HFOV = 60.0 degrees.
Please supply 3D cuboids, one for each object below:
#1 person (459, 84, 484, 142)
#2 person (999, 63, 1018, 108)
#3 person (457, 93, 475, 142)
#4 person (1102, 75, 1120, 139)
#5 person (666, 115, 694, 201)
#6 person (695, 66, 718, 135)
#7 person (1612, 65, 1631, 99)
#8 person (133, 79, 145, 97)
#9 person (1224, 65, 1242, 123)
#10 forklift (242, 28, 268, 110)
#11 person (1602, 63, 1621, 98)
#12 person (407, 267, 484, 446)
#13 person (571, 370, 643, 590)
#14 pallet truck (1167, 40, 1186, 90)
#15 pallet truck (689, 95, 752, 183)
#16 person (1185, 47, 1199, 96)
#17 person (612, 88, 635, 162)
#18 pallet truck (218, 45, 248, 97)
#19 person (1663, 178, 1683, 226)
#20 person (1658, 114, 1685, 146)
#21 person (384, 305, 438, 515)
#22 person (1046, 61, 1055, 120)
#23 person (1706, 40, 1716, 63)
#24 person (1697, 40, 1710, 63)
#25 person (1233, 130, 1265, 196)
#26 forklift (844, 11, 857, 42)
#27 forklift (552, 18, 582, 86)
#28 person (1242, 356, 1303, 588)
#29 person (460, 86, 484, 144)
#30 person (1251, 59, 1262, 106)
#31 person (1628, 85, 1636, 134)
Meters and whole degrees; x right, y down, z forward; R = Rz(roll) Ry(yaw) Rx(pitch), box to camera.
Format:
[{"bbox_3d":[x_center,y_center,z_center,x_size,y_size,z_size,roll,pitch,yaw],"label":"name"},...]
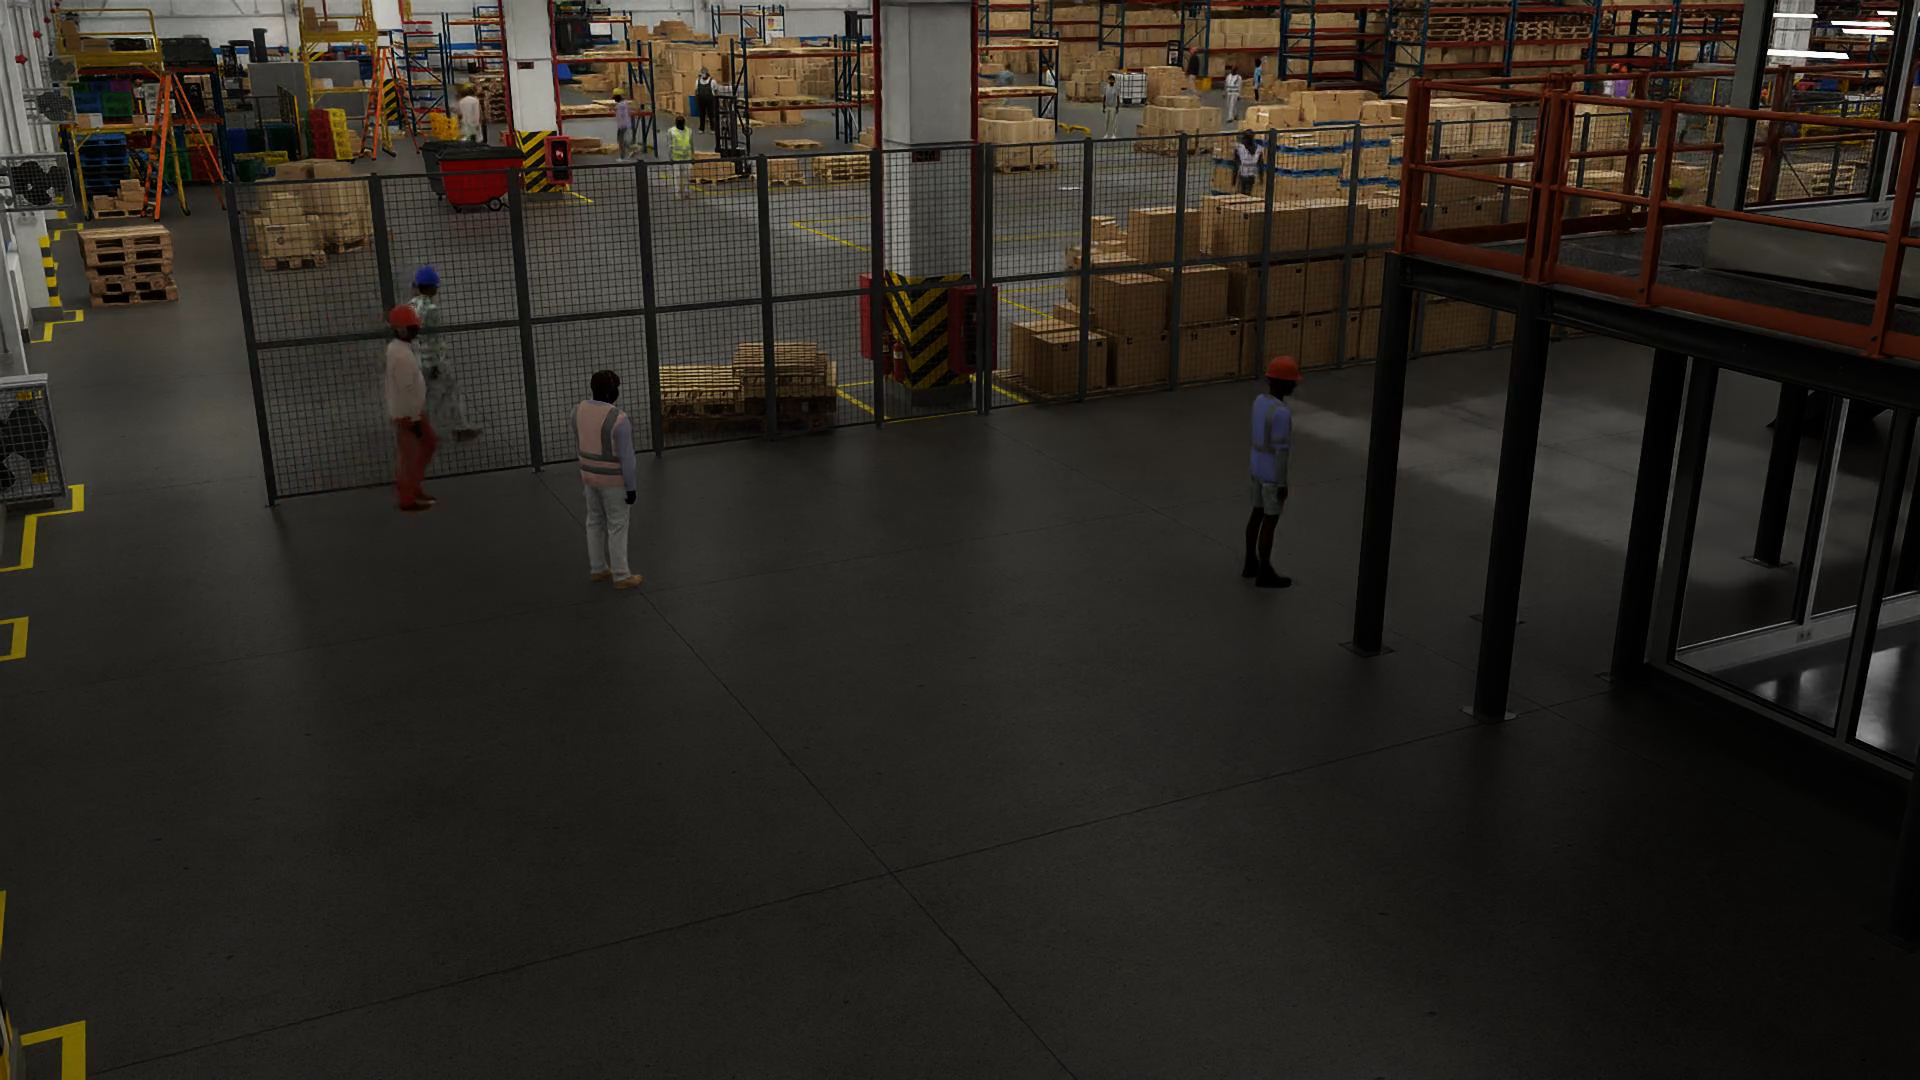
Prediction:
[{"bbox_3d":[-13.453,-11.593,45.785,0.593,1.882,0.863,4,19,12],"label":"person"},{"bbox_3d":[1.631,-14.955,55.543,1.043,1.873,0.655,-12,23,-32],"label":"person"},{"bbox_3d":[-13.357,-11.280,45.155,0.532,1.697,0.322,3,19,10],"label":"person"},{"bbox_3d":[4.513,-12.955,49.772,0.510,1.860,0.333,7,20,20],"label":"person"},{"bbox_3d":[-6.128,-8.420,36.652,0.624,1.841,0.430,-12,22,-31],"label":"person"},{"bbox_3d":[-7.780,-13.456,50.946,0.684,2.000,0.535,2,19,7],"label":"person"},{"bbox_3d":[21.512,-14.479,54.108,0.550,1.911,0.650,12,23,32],"label":"person"},{"bbox_3d":[-25.312,-13.404,51.420,0.521,1.632,0.313,6,20,17],"label":"person"},{"bbox_3d":[9.043,-14.738,54.935,0.588,1.861,0.698,18,26,42],"label":"person"},{"bbox_3d":[-24.981,-16.906,59.677,1.873,2.768,1.129,-9,21,-25],"label":"forklift"},{"bbox_3d":[21.563,-14.847,55.189,0.629,1.901,0.552,-16,24,-38],"label":"person"},{"bbox_3d":[-5.587,-1.982,17.864,0.840,1.915,0.622,-17,26,-41],"label":"person"},{"bbox_3d":[-2.889,-0.499,13.707,0.619,1.836,0.431,12,23,32],"label":"person"},{"bbox_3d":[9.045,-19.971,69.895,0.823,1.965,1.885,-3,19,-8],"label":"pallet truck"},{"bbox_3d":[-5.836,-9.608,39.856,0.823,1.965,1.885,10,22,27],"label":"pallet truck"},{"bbox_3d":[8.888,-18.048,64.356,0.809,1.965,0.650,13,23,34],"label":"person"},{"bbox_3d":[-8.925,-10.937,43.828,0.447,1.909,0.597,1,19,4],"label":"person"},{"bbox_3d":[-28.879,-18.665,66.111,0.823,1.965,1.885,-3,19,-9],"label":"pallet truck"},{"bbox_3d":[11.479,-5.005,26.975,0.915,1.694,0.502,5,20,15],"label":"person"},{"bbox_3d":[17.027,-9.601,39.964,0.625,1.911,0.995,-6,20,-16],"label":"person"},{"bbox_3d":[-5.107,-1.206,15.515,0.528,1.977,0.653,-7,20,-21],"label":"person"},{"bbox_3d":[3.049,-15.019,55.629,0.372,1.940,0.630,-3,19,-8],"label":"person"},{"bbox_3d":[36.101,-23.482,80.380,0.912,1.786,0.612,-8,20,-21],"label":"person"},{"bbox_3d":[34.869,-22.629,78.053,0.540,1.695,0.317,2,19,5],"label":"person"},{"bbox_3d":[5.765,-7.200,33.081,0.582,1.851,1.011,-8,20,-21],"label":"person"},{"bbox_3d":[-5.468,-25.085,83.386,1.873,2.768,1.129,-9,21,-25],"label":"forklift"},{"bbox_3d":[-17.188,-21.113,71.874,1.873,2.768,1.129,-12,22,-31],"label":"forklift"},{"bbox_3d":[2.587,-0.568,13.745,0.374,1.934,0.548,-4,20,-13],"label":"person"},{"bbox_3d":[-13.150,-11.209,44.686,0.641,1.896,1.031,7,20,20],"label":"person"},{"bbox_3d":[11.037,-16.986,61.700,0.317,1.694,0.561,0,19,0],"label":"person"},{"bbox_3d":[20.409,-12.977,50.196,0.505,1.617,0.370,3,19,8],"label":"person"}]
